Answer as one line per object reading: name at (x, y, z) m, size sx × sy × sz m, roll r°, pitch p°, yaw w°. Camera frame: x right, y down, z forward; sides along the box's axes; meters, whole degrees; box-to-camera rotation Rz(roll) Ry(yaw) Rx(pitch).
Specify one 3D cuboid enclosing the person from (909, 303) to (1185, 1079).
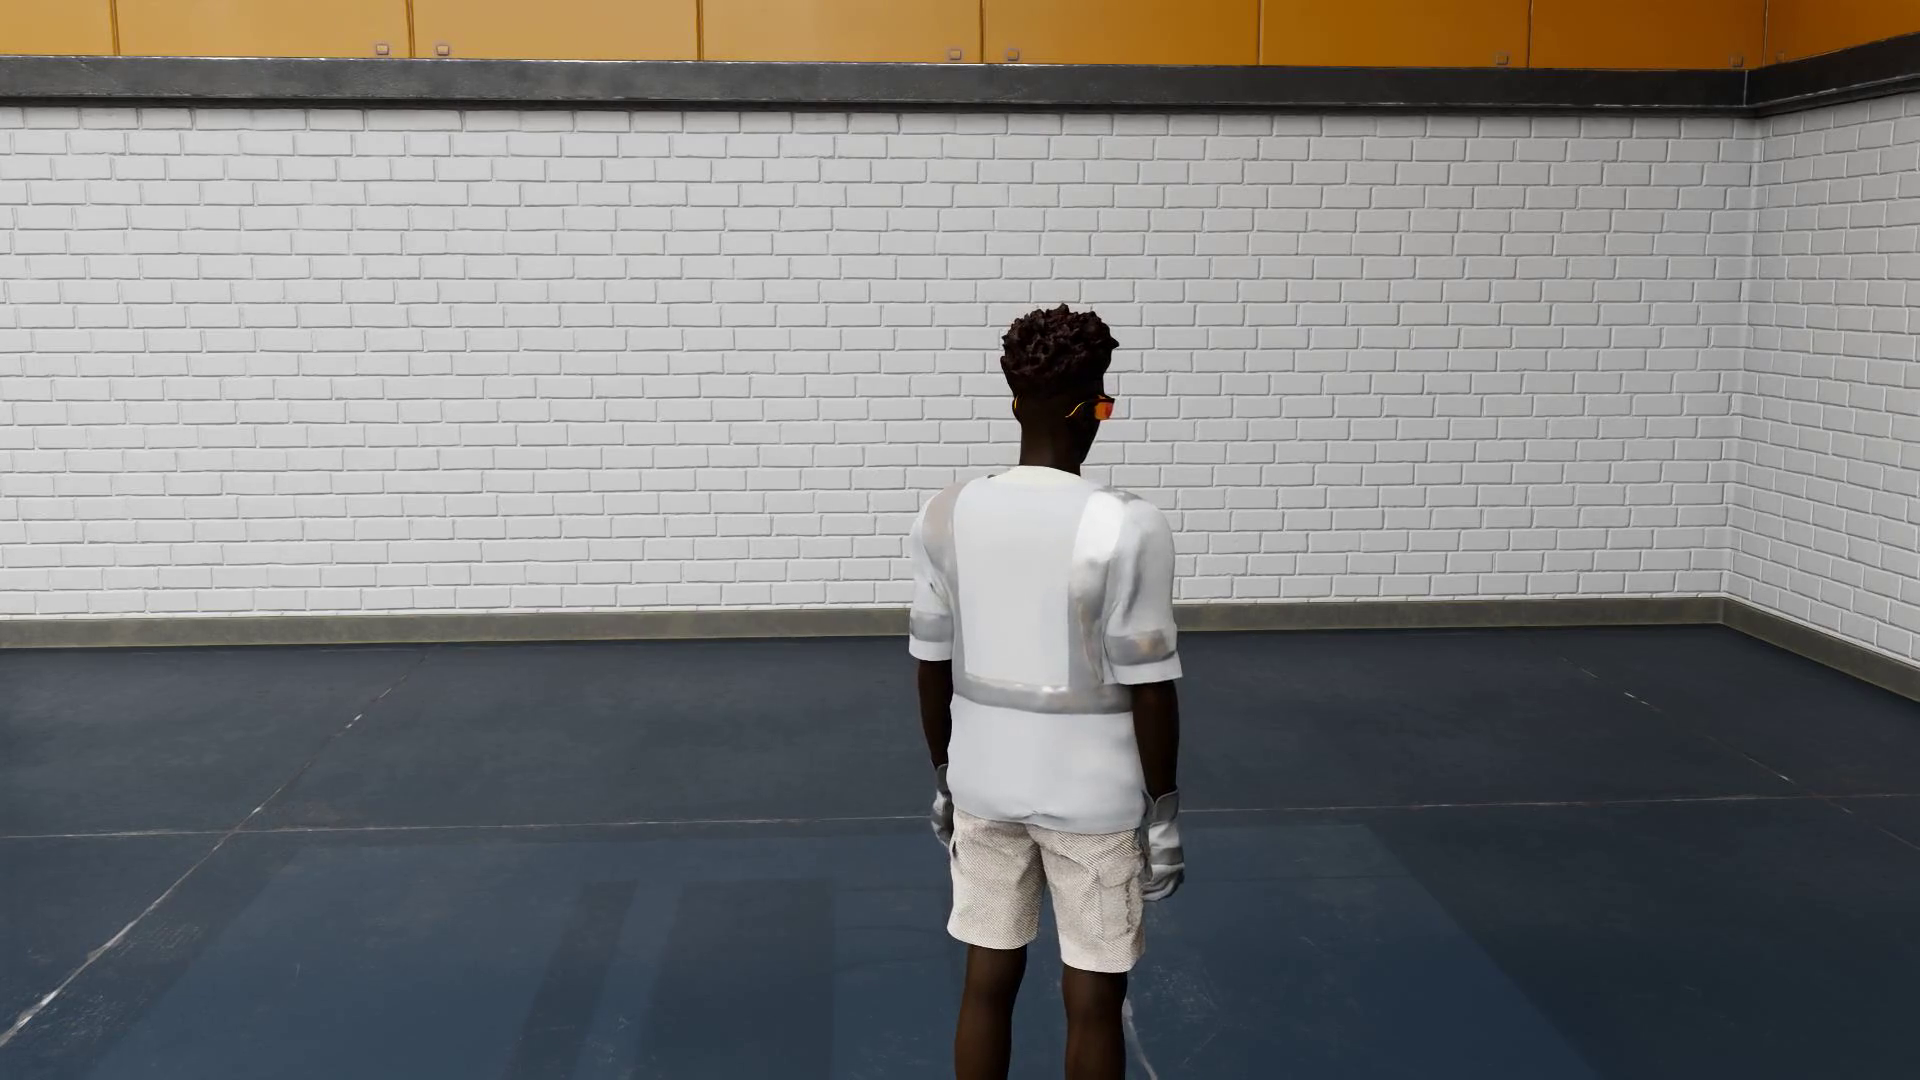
person at (0.186, 0.507, 3.404) m, size 0.602 × 1.967 × 0.366 m, roll 6°, pitch 11°, yaw 32°
